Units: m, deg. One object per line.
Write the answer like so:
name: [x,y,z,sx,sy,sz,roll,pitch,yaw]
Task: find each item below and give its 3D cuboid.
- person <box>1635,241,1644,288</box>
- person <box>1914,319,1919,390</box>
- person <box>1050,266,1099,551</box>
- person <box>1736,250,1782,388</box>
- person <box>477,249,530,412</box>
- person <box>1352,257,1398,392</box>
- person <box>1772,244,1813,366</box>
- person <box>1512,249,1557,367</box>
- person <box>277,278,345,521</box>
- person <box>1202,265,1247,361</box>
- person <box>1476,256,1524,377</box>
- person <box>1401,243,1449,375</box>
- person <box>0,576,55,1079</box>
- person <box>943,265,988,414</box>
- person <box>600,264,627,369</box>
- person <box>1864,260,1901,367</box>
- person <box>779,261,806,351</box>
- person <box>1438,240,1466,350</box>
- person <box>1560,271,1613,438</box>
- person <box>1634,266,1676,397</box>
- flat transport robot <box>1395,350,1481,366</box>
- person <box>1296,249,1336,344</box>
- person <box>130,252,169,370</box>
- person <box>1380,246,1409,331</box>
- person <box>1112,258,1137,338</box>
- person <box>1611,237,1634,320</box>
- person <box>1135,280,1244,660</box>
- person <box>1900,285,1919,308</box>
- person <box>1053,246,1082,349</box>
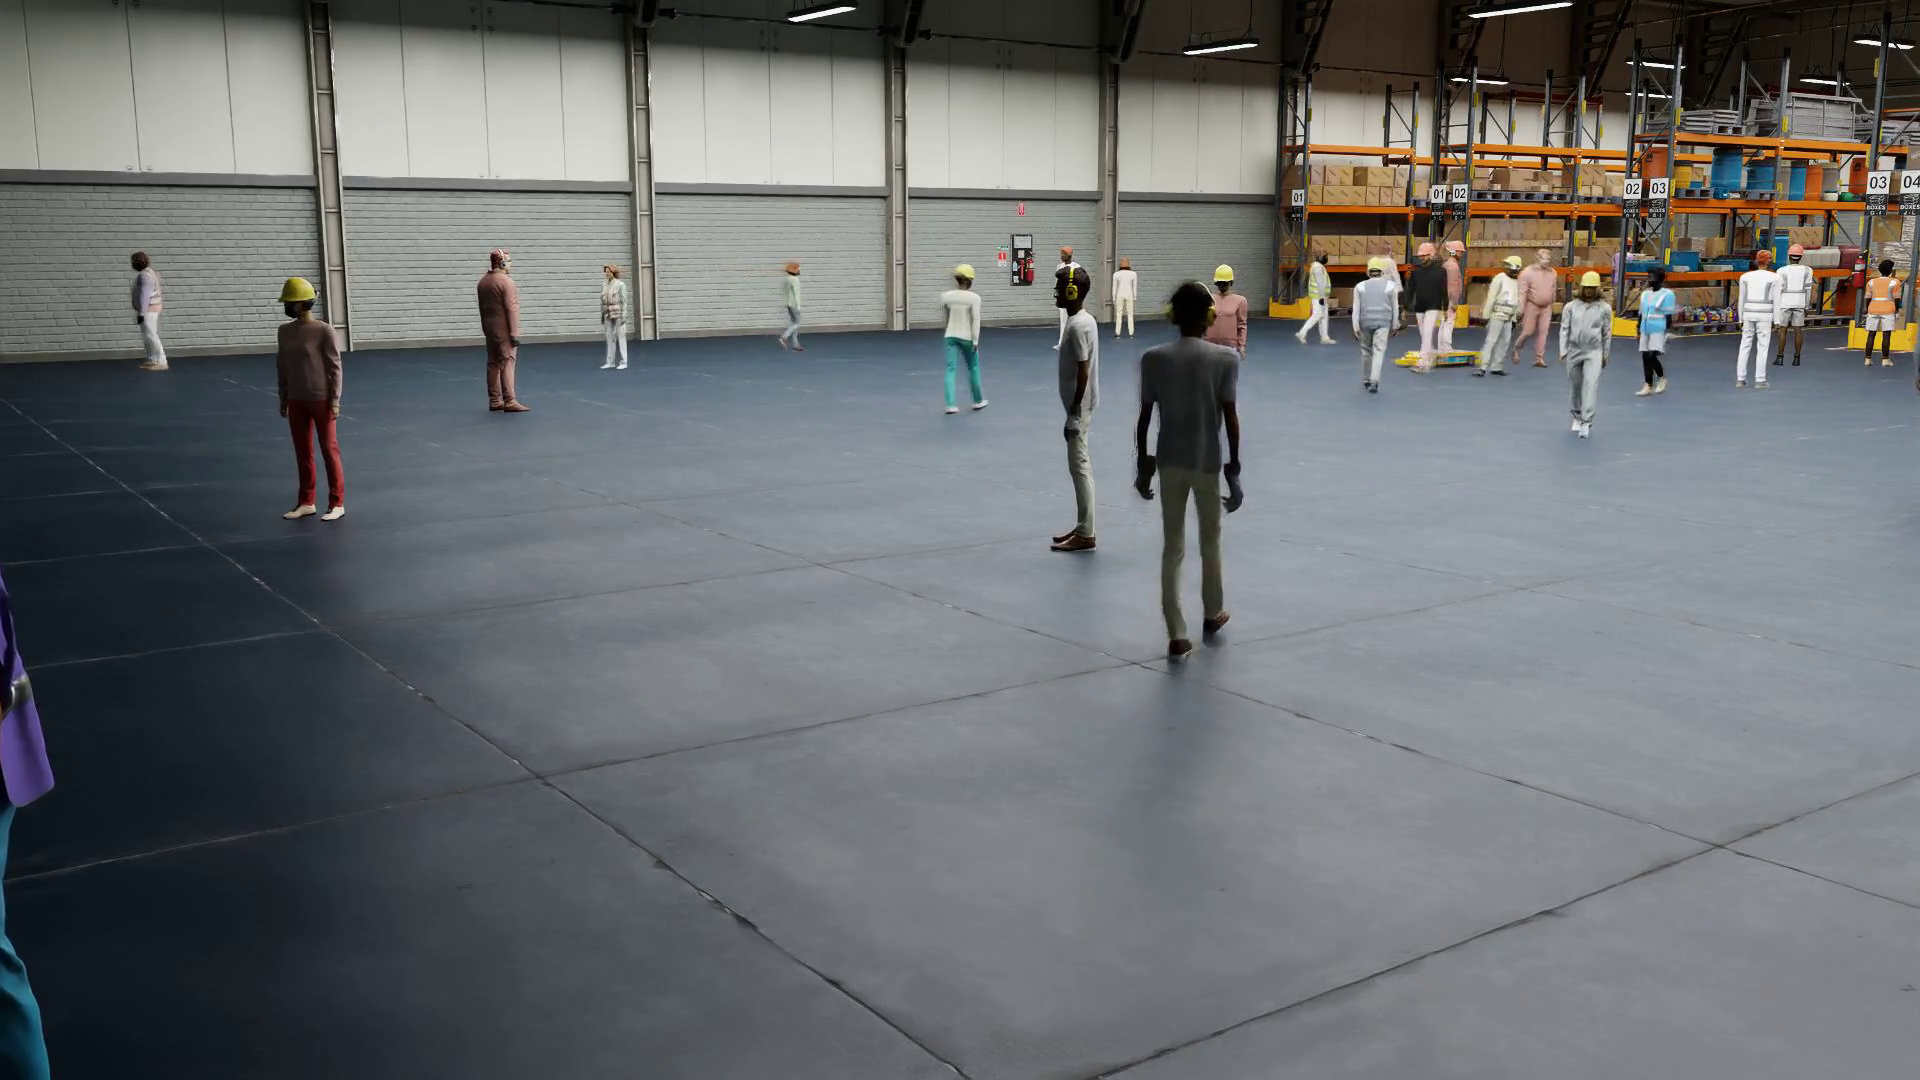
person: [18.623,-7.275,45.908,0.617,1.941,0.628,-5,12,-26]
person: [8.182,-1.368,13.611,0.662,1.906,0.885,8,13,36]
person: [0.757,-0.855,10.917,0.309,1.868,0.534,1,10,8]
person: [10.919,-3.015,22.737,0.341,1.877,0.577,-9,13,-40]
person: [-5.390,-2.463,19.627,0.643,1.910,0.400,10,14,42]
person: [5.551,-2.879,22.249,0.585,1.794,0.928,4,11,19]
person: [13.305,-3.753,26.614,0.544,1.939,0.354,2,11,13]
person: [9.152,-3.688,26.453,0.660,1.876,0.618,-2,11,-13]
person: [-4.725,-1.011,12.067,0.528,1.764,0.330,4,11,19]
person: [2.812,-2.070,17.883,0.523,1.761,0.323,3,11,15]
person: [7.915,-3.270,24.401,0.730,1.781,0.441,-8,13,-39]
person: [6.929,-3.460,24.947,0.941,1.952,0.651,-9,14,-42]
person: [-2.052,0.544,3.330,0.398,1.835,0.568,-10,14,-42]
person: [0.054,-2.365,19.593,0.527,1.726,0.852,5,11,24]
person: [-5.393,-3.473,25.907,0.522,1.636,0.310,6,12,32]
person: [14.654,-3.598,26.427,0.318,1.697,0.535,-9,13,-39]
person: [-3.004,-4.195,29.880,0.435,1.621,0.514,-4,11,-20]
person: [8.234,-4.008,27.866,0.392,1.991,0.613,0,10,2]
person: [6.533,-1.953,17.385,0.489,1.705,0.863,5,12,26]
person: [8.902,-2.672,21.385,0.372,1.680,0.546,-4,11,-22]
flat transport robot: [7.722,-2.923,26.636,1.431,0.197,0.652,-7,12,-32]
person: [6.874,-4.663,31.957,0.645,1.850,0.638,3,11,16]
person: [-12.638,-3.541,25.846,0.443,1.821,0.689,-5,11,-24]
person: [9.276,-5.389,35.803,0.993,1.856,0.642,-2,11,-10]
person: [3.353,-4.927,33.932,0.498,1.626,0.305,0,10,0]
person: [15.488,-6.038,38.848,0.393,2.044,0.609,-4,11,-23]
person: [1.166,-0.369,8.328,0.564,1.835,0.895,3,11,16]
person: [19.190,-4.985,33.413,0.629,1.932,0.373,5,11,26]
person: [1.965,-4.399,30.297,0.362,1.886,0.575,-9,14,-42]
